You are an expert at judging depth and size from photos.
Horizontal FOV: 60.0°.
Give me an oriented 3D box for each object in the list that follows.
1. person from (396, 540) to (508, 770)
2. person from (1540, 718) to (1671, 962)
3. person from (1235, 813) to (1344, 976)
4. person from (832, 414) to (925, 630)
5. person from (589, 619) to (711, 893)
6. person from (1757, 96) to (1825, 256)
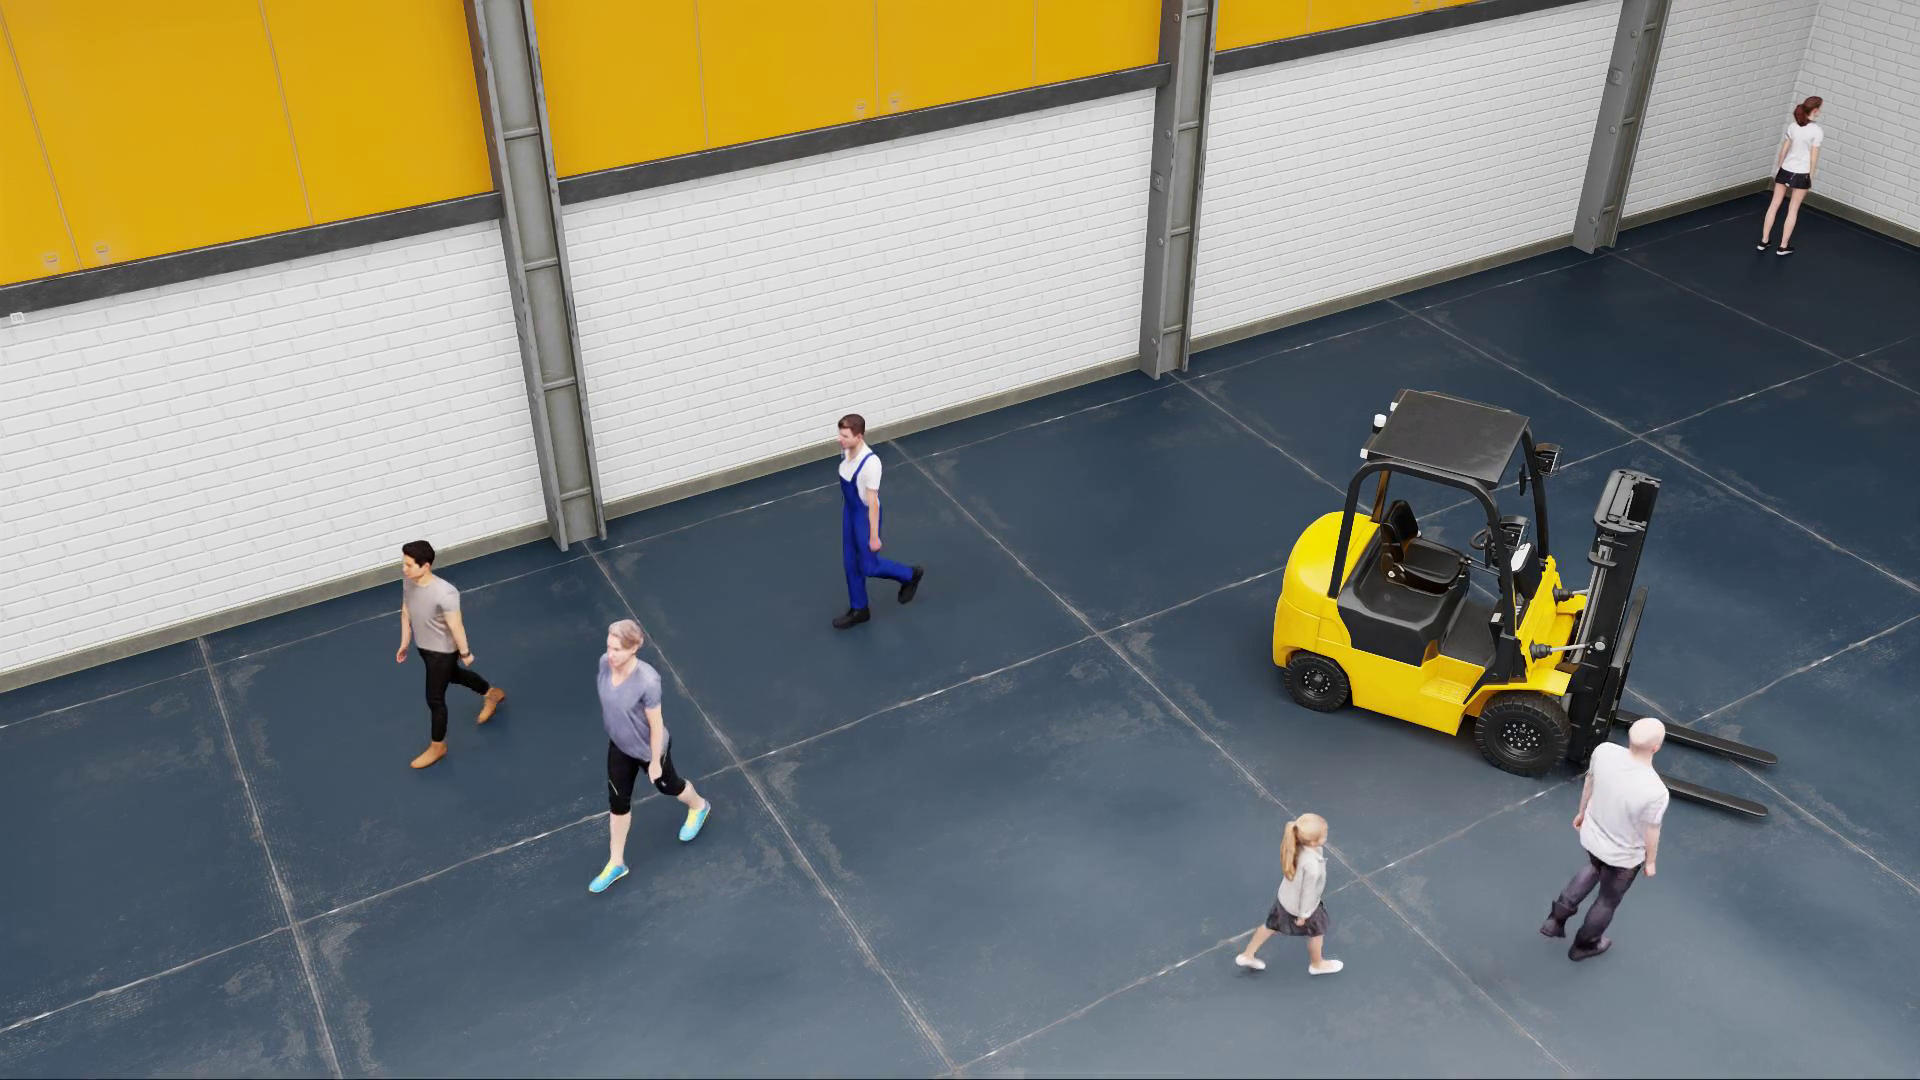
[{"bbox_3d":[-3.481,0.679,11.327,0.824,1.694,1.162,27,42,34],"label":"person"},{"bbox_3d":[3.686,1.771,9.571,0.737,1.819,0.688,-15,36,-21],"label":"person"},{"bbox_3d":[1.906,2.067,9.635,0.926,1.256,0.685,-6,34,-10],"label":"person"},{"bbox_3d":[-0.651,-0.174,12.486,0.982,1.831,0.627,-19,38,-26],"label":"person"},{"bbox_3d":[-1.922,1.246,10.339,1.050,1.845,1.323,20,38,27],"label":"person"},{"bbox_3d":[9.195,-4.021,18.348,0.579,1.749,0.600,-27,42,-34],"label":"person"}]
